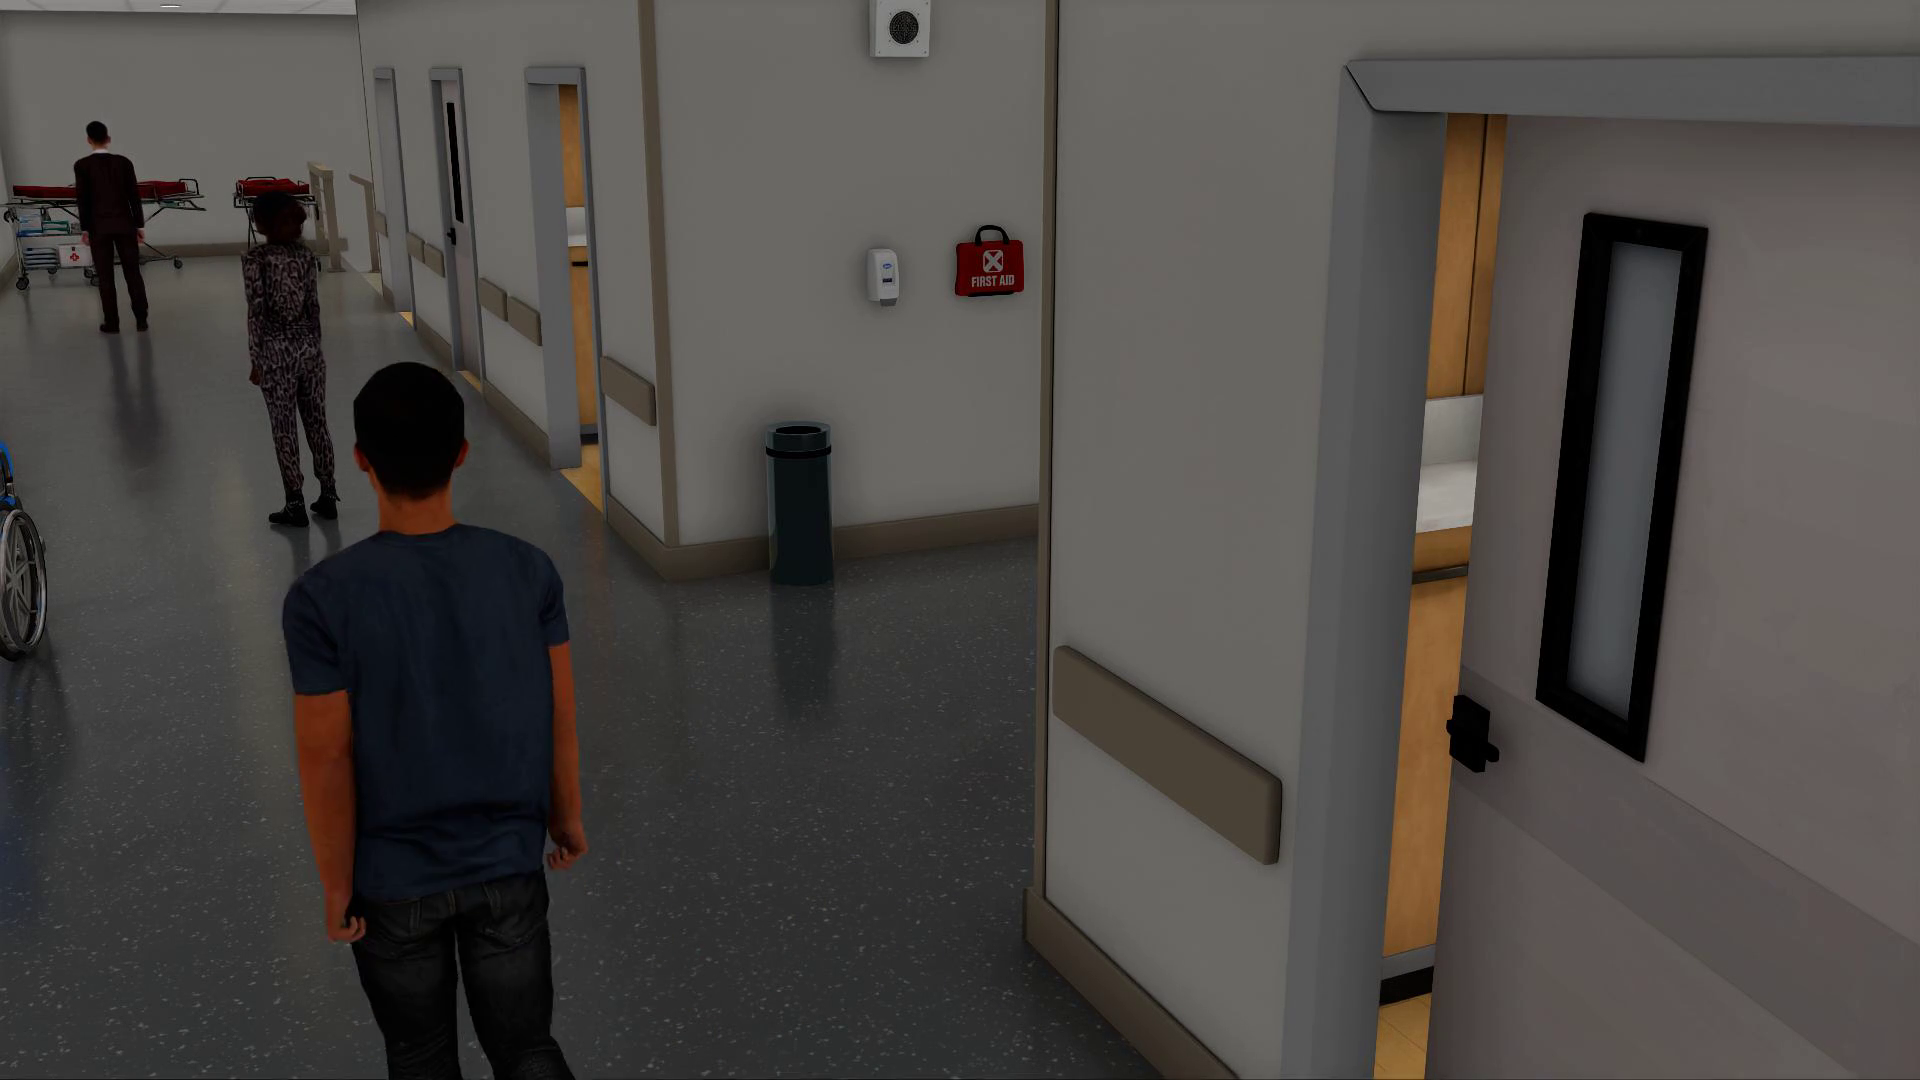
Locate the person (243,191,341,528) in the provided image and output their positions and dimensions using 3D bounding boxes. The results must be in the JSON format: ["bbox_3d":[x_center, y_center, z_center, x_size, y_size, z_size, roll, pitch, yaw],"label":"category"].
[{"bbox_3d":[-3.447,-0.930,8.558,0.718,1.714,0.680,11,19,33],"label":"person"}]

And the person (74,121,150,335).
[{"bbox_3d":[-7.616,-2.804,14.931,0.740,1.863,0.662,-12,20,-36],"label":"person"}]

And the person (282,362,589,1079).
[{"bbox_3d":[-0.888,0.608,2.970,0.728,1.786,1.065,-9,18,-30],"label":"person"}]
